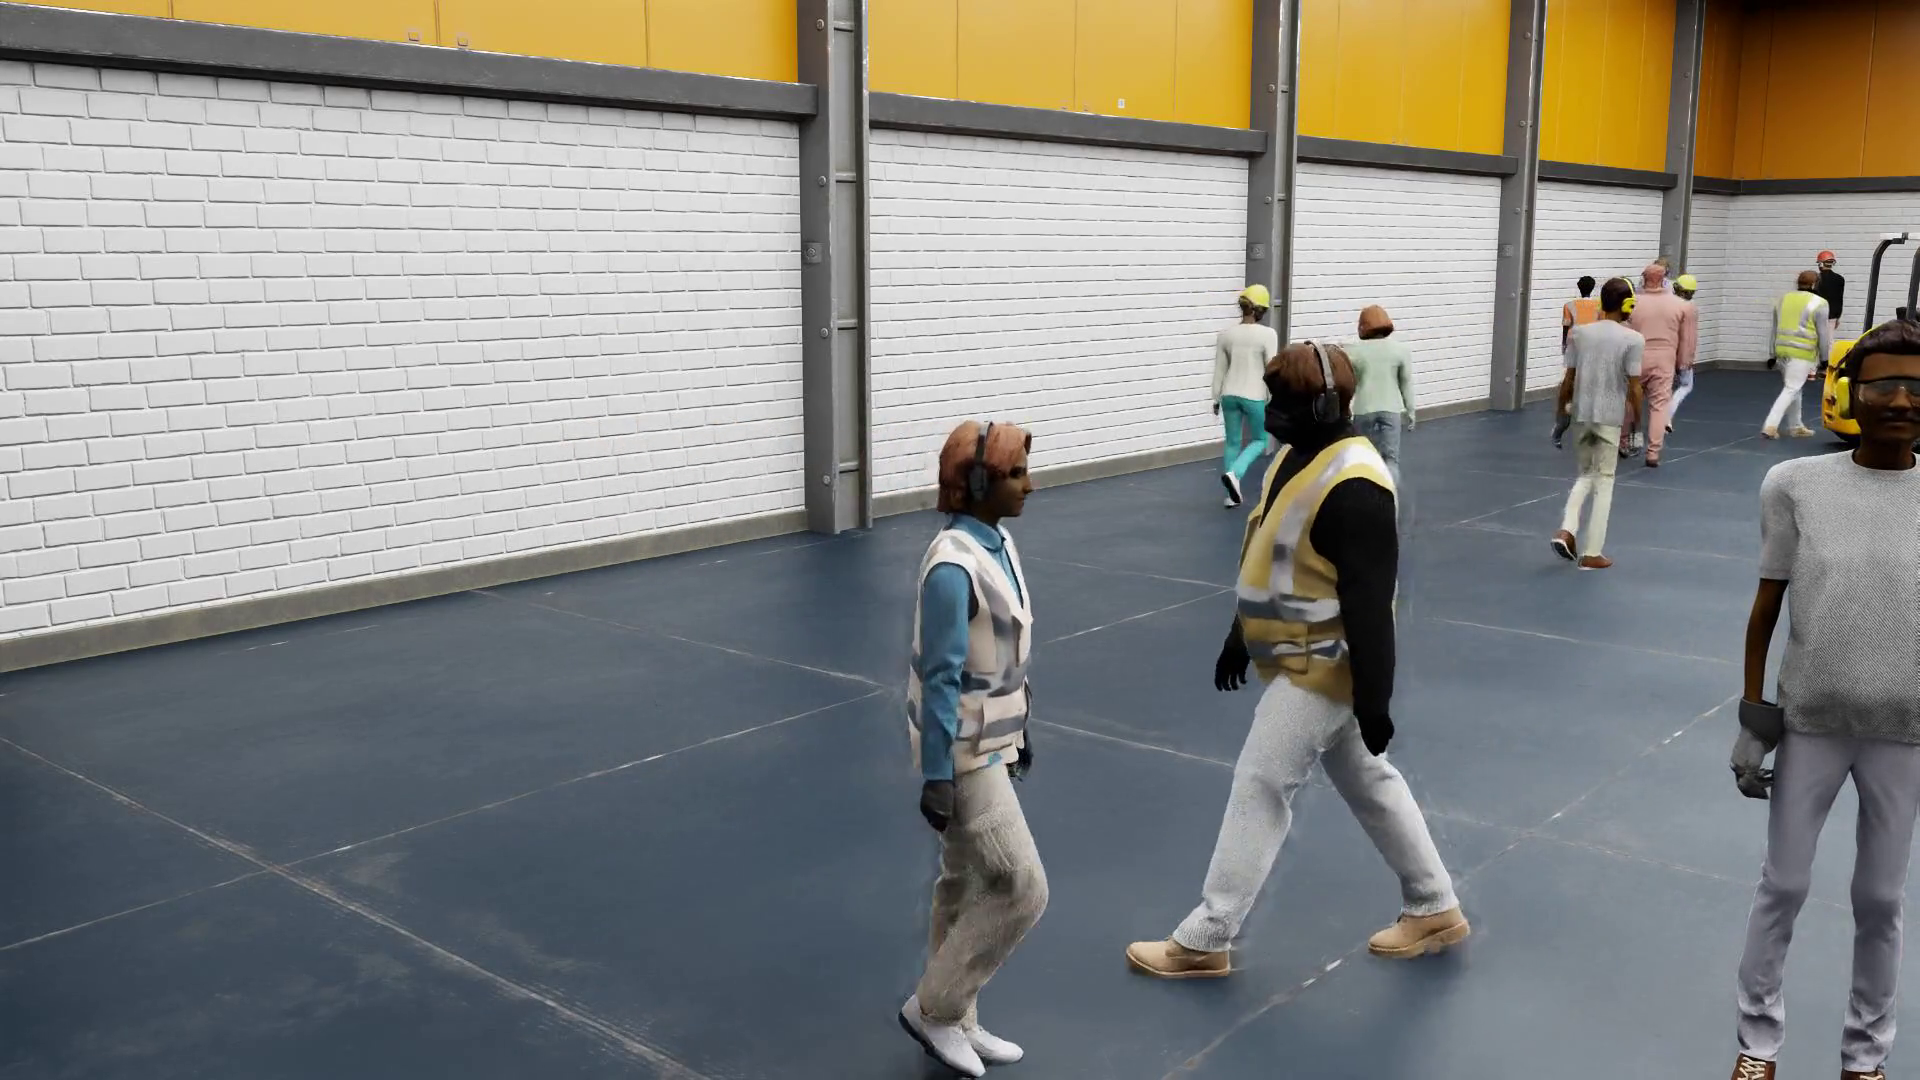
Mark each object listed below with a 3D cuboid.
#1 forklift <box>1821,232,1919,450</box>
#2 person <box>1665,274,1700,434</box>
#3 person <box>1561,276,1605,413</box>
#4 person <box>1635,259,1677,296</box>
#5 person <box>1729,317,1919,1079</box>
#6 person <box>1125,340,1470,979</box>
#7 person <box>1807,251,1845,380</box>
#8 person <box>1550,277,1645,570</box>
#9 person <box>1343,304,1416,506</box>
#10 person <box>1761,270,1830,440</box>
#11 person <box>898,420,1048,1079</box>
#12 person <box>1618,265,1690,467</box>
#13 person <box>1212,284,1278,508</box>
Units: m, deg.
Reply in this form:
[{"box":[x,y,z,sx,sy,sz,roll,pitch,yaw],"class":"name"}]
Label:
[{"box":[9.955,-1.972,16.595,2.313,2.155,1.214,1,10,8],"class":"forklift"},{"box":[7.744,-1.998,18.040,0.425,1.749,0.541,-7,12,-34],"class":"person"},{"box":[7.675,-2.399,20.482,0.531,1.687,0.321,3,10,15],"class":"person"},{"box":[9.261,-2.782,22.107,0.646,1.883,0.997,6,12,32],"class":"person"},{"box":[2.038,0.438,3.783,0.511,1.877,0.329,3,11,19],"class":"person"},{"box":[1.007,0.346,4.611,0.999,1.791,0.611,0,10,2],"class":"person"},{"box":[13.264,-3.447,25.591,0.609,1.986,0.402,-2,10,-11],"class":"person"},{"box":[4.032,-0.730,10.518,0.397,1.846,0.590,-8,13,-39],"class":"person"},{"box":[3.065,-0.910,12.191,0.571,1.619,0.450,2,10,11],"class":"person"},{"box":[8.849,-1.959,17.655,0.814,1.802,0.640,-3,10,-17],"class":"person"},{"box":[0.056,0.519,4.012,0.381,1.621,0.533,2,10,10],"class":"person"},{"box":[6.510,-1.651,15.718,0.649,1.862,0.974,3,10,16],"class":"person"},{"box":[2.177,-1.094,12.848,0.575,1.742,0.507,7,12,36],"class":"person"}]
